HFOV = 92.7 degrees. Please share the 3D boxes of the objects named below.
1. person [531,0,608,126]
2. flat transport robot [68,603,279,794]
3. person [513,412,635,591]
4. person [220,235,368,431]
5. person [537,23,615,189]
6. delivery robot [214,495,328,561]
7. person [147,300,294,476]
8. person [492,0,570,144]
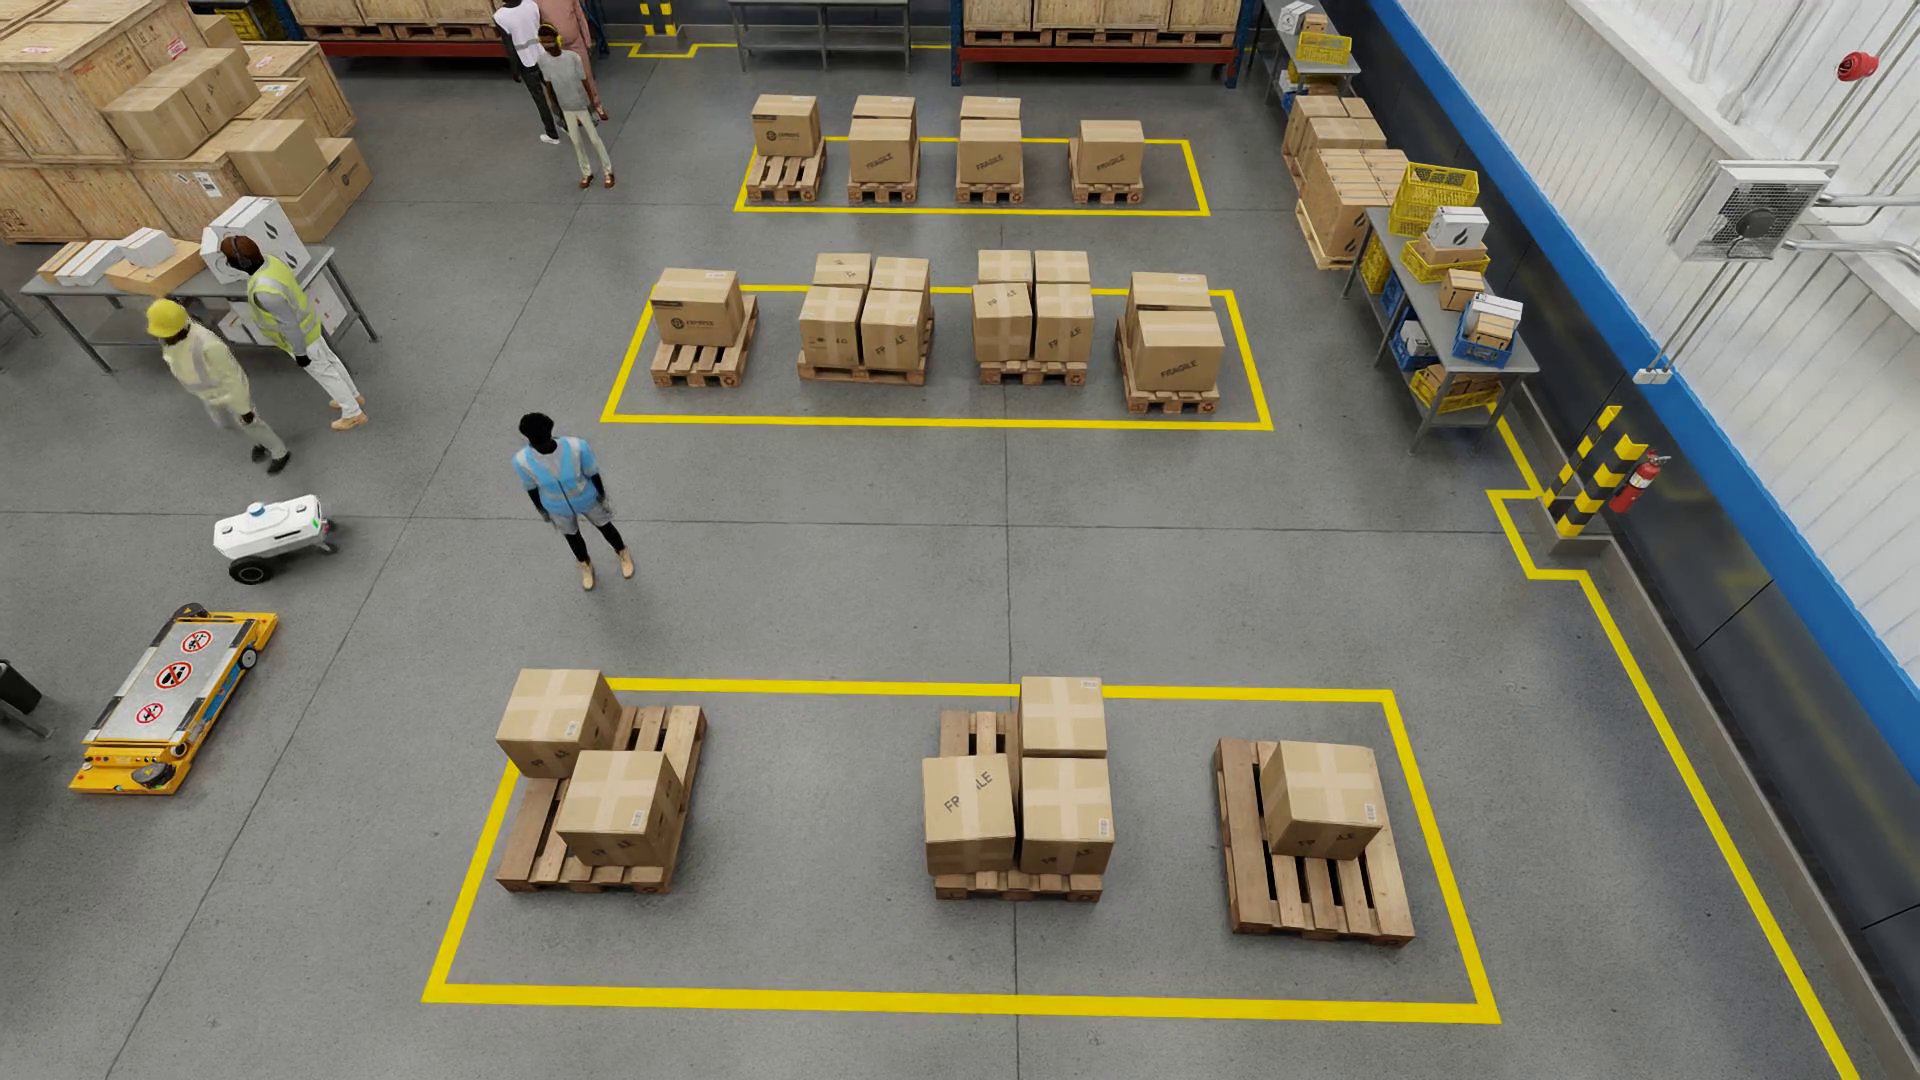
[{"bbox_3d":[-4.972,-6.251,11.580,0.646,1.902,0.403,-21,53,-17],"label":"person"},{"bbox_3d":[-5.504,1.072,6.442,0.652,0.197,1.431,1,50,1],"label":"flat transport robot"},{"bbox_3d":[-2.819,-0.279,6.658,0.533,1.694,0.317,-16,52,-13],"label":"person"},{"bbox_3d":[-5.649,-1.751,7.808,0.429,1.842,0.634,-20,53,-16],"label":"person"},{"bbox_3d":[-4.406,-4.928,10.490,0.513,1.861,0.356,-1,50,-1],"label":"person"},{"bbox_3d":[-5.393,-0.096,7.187,0.707,0.478,0.477,-20,53,-16],"label":"delivery robot"},{"bbox_3d":[-5.955,-1.212,7.396,0.664,1.780,0.404,17,52,14],"label":"person"},{"bbox_3d":[-5.240,-5.863,11.238,0.397,1.919,0.590,31,56,23],"label":"person"}]
